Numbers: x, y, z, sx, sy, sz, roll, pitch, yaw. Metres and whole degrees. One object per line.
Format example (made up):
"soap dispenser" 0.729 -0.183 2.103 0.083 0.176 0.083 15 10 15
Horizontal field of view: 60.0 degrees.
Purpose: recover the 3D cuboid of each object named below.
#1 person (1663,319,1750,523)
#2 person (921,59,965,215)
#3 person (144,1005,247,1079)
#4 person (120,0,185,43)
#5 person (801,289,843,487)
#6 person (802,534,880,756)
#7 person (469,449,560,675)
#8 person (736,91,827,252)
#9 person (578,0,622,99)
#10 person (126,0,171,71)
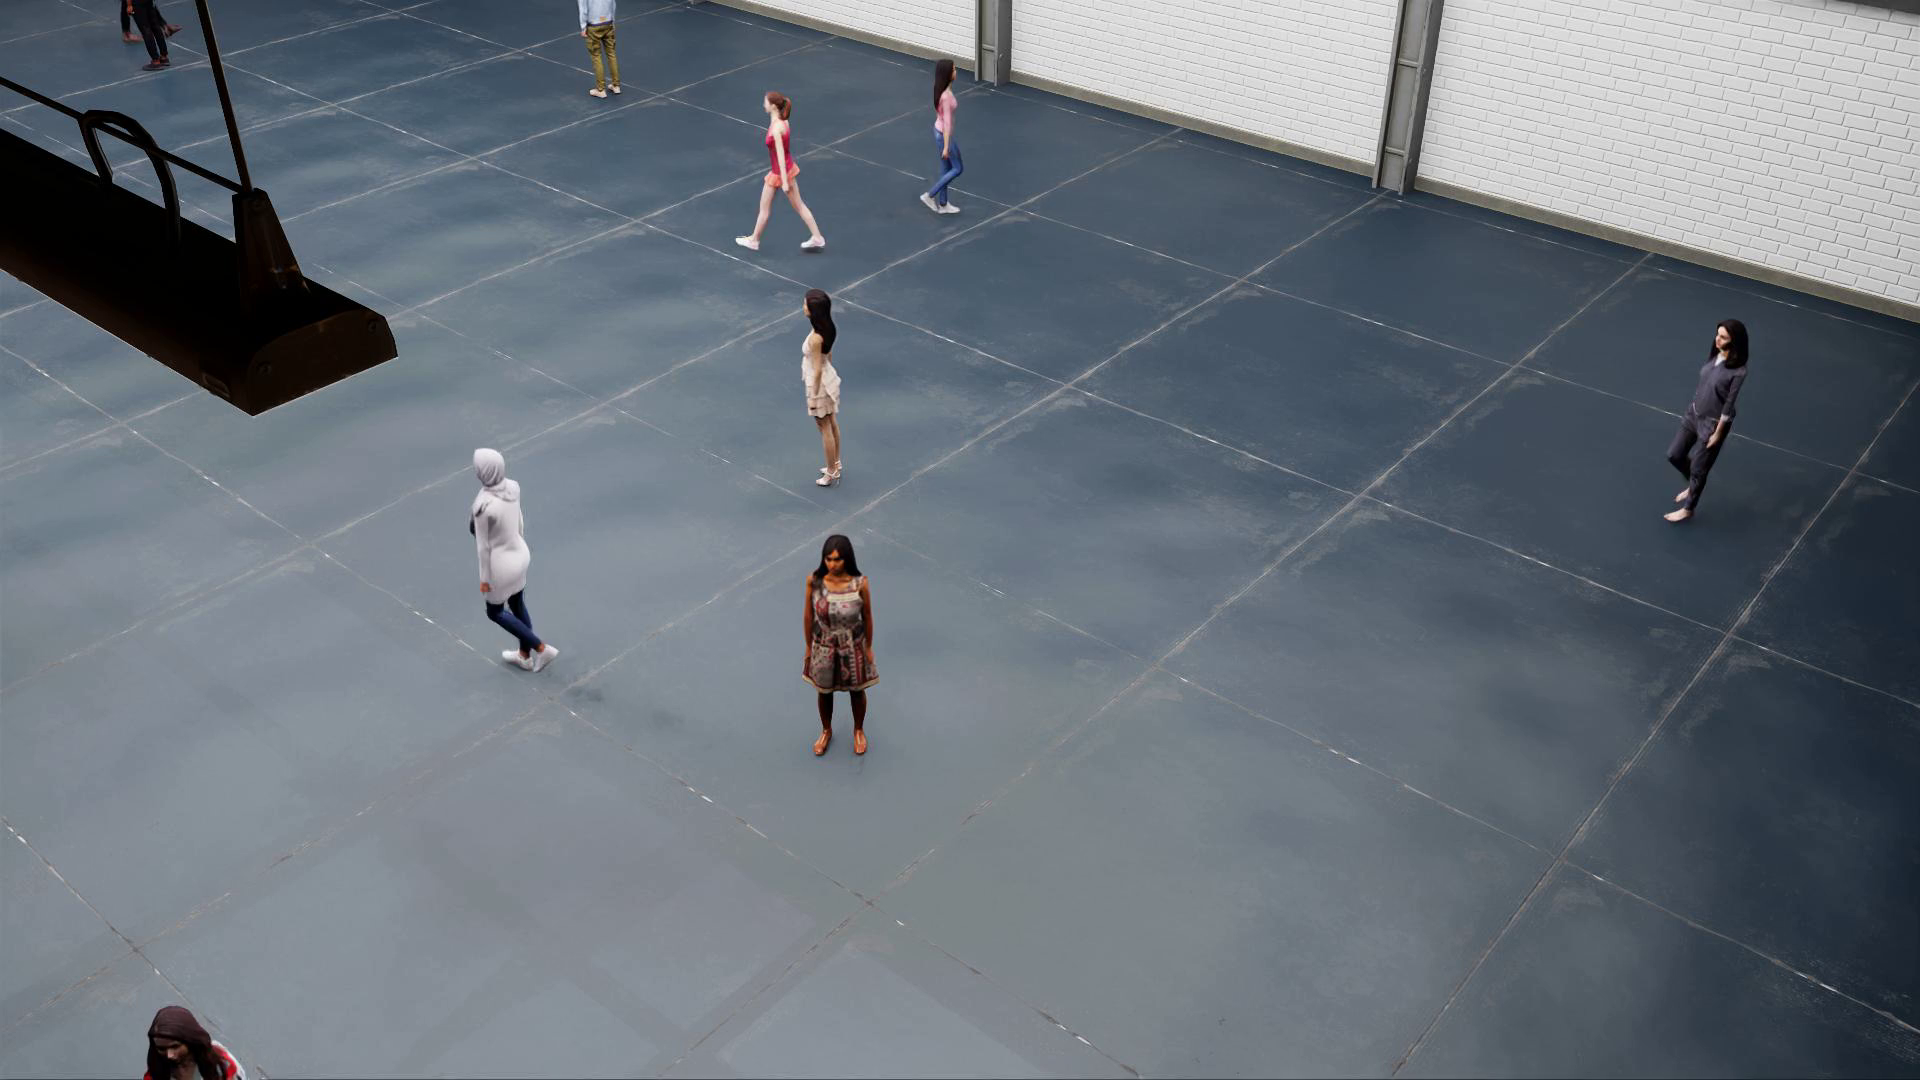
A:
"person" 5.926 -0.923 12.978 0.794 1.750 0.725 -9 35 -13
"person" -0.237 -4.403 18.226 0.825 1.736 0.773 -6 34 -9
"person" -3.413 2.686 7.708 0.952 1.574 1.141 -10 35 -15
"person" -11.824 -7.907 23.439 1.183 1.802 1.151 -6 34 -8
"person" -1.104 -1.222 13.442 0.667 1.735 0.652 7 34 11
"person" -0.771 0.664 10.686 0.684 1.645 0.781 1 34 2
"person" -3.013 0.196 11.280 0.858 1.767 0.746 14 36 20
"person" -1.772 -3.794 17.345 1.235 1.698 0.995 5 34 7
"person" -4.683 -6.679 21.583 0.696 1.812 0.593 -28 43 -35
"person" -11.094 -7.311 22.526 0.739 1.819 0.749 6 34 9
